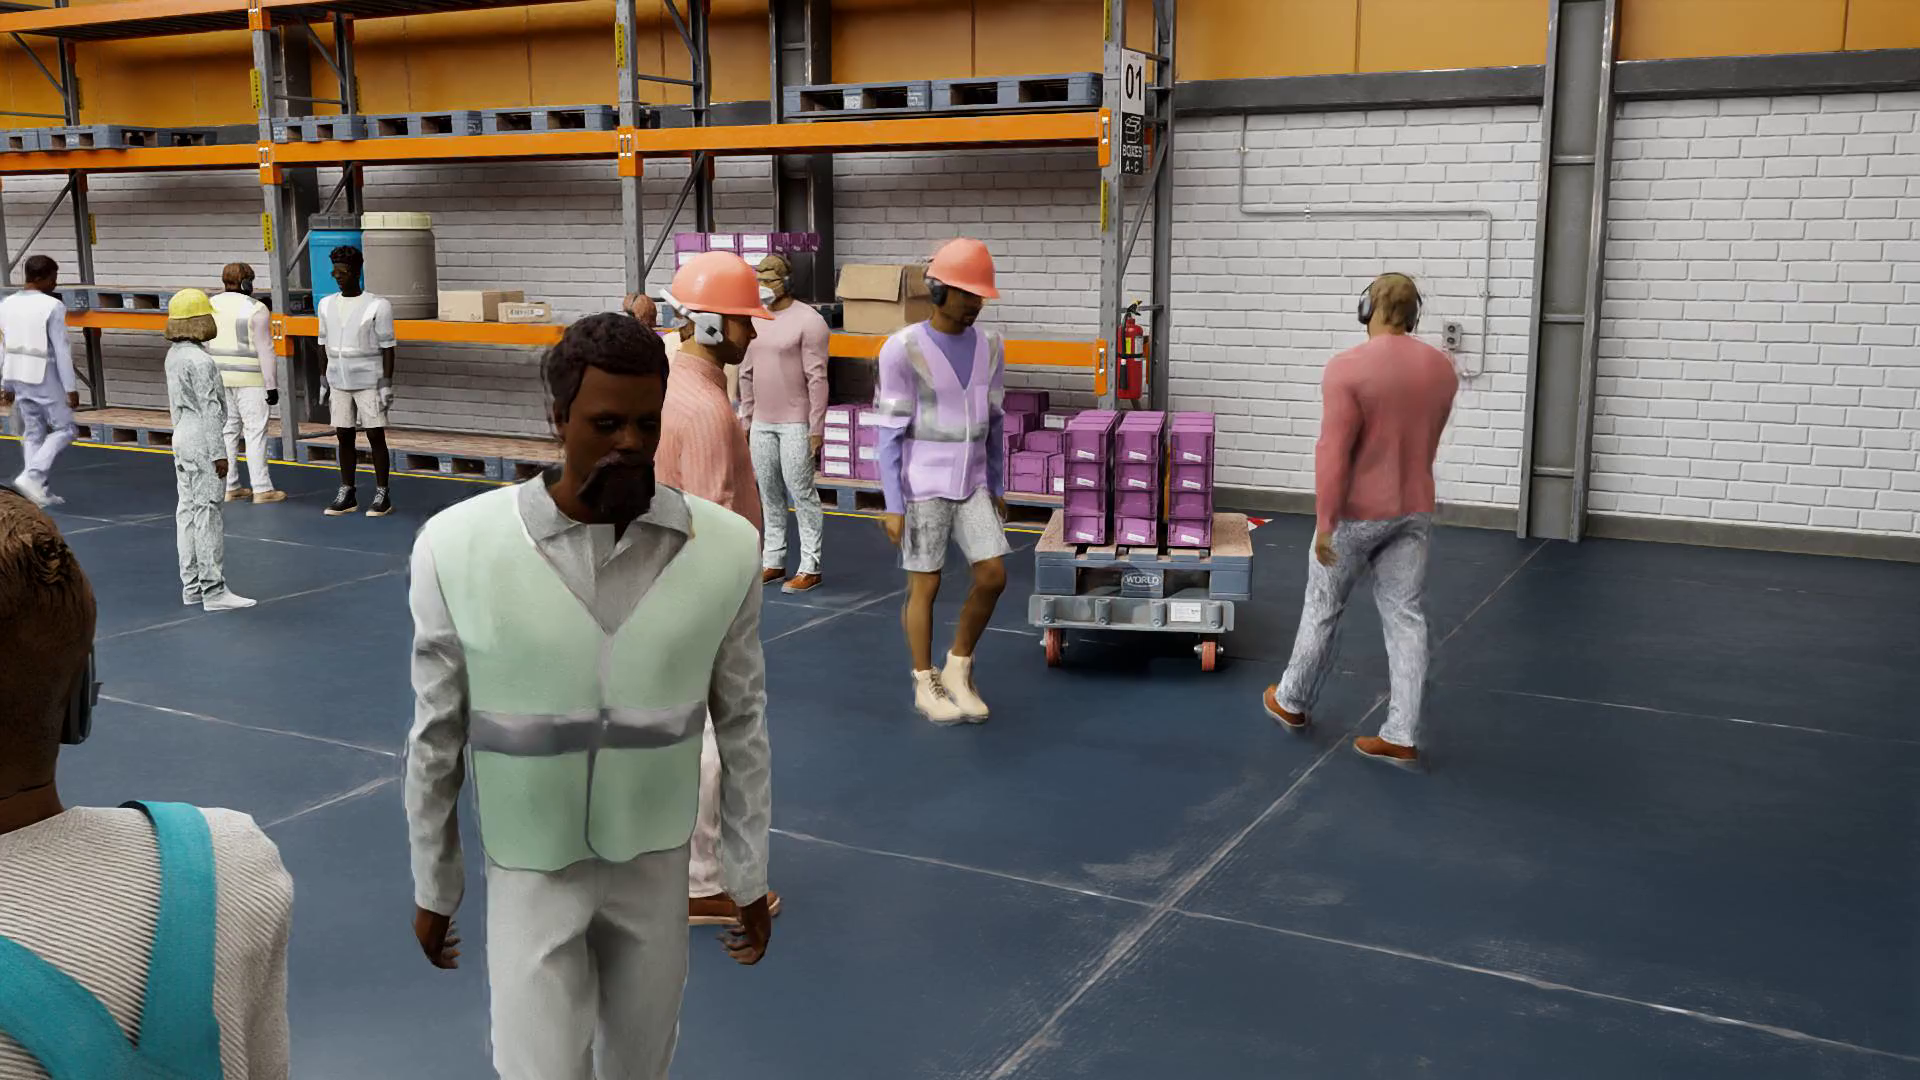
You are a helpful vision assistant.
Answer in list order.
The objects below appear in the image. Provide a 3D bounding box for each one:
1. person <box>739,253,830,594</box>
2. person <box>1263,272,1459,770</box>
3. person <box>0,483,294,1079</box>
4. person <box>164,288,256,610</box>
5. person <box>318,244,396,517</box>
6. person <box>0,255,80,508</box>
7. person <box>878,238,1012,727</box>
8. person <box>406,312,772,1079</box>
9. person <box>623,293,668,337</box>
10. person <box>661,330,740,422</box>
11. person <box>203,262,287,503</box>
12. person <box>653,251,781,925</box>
[{"bbox_3d":[-1.012,-0.662,9.515,0.635,1.932,0.369,8,13,37],"label":"person"},{"bbox_3d":[1.591,-0.101,6.567,0.657,1.877,0.934,-4,11,-22],"label":"person"},{"bbox_3d":[-0.763,0.858,1.409,0.340,1.845,0.512,4,11,19],"label":"person"},{"bbox_3d":[-4.124,-0.490,9.069,0.487,1.746,0.287,10,14,42],"label":"person"},{"bbox_3d":[-4.384,-1.147,12.066,0.602,1.966,0.368,2,11,11],"label":"person"},{"bbox_3d":[-6.843,-1.153,12.300,0.680,1.889,0.481,3,11,18],"label":"person"},{"bbox_3d":[-0.050,-0.208,6.784,0.664,2.007,0.534,-8,13,-36],"label":"person"},{"bbox_3d":[-0.611,0.566,2.853,0.610,1.895,0.460,-5,12,-26],"label":"person"},{"bbox_3d":[-2.158,-0.865,11.407,0.307,1.644,0.514,9,14,41],"label":"person"},{"bbox_3d":[-1.163,-0.309,7.594,0.539,1.929,0.380,9,14,41],"label":"person"},{"bbox_3d":[-5.467,-1.194,12.700,0.630,1.836,0.430,4,11,19],"label":"person"},{"bbox_3d":[-0.734,0.153,4.909,0.406,1.981,0.625,-4,11,-20],"label":"person"}]
